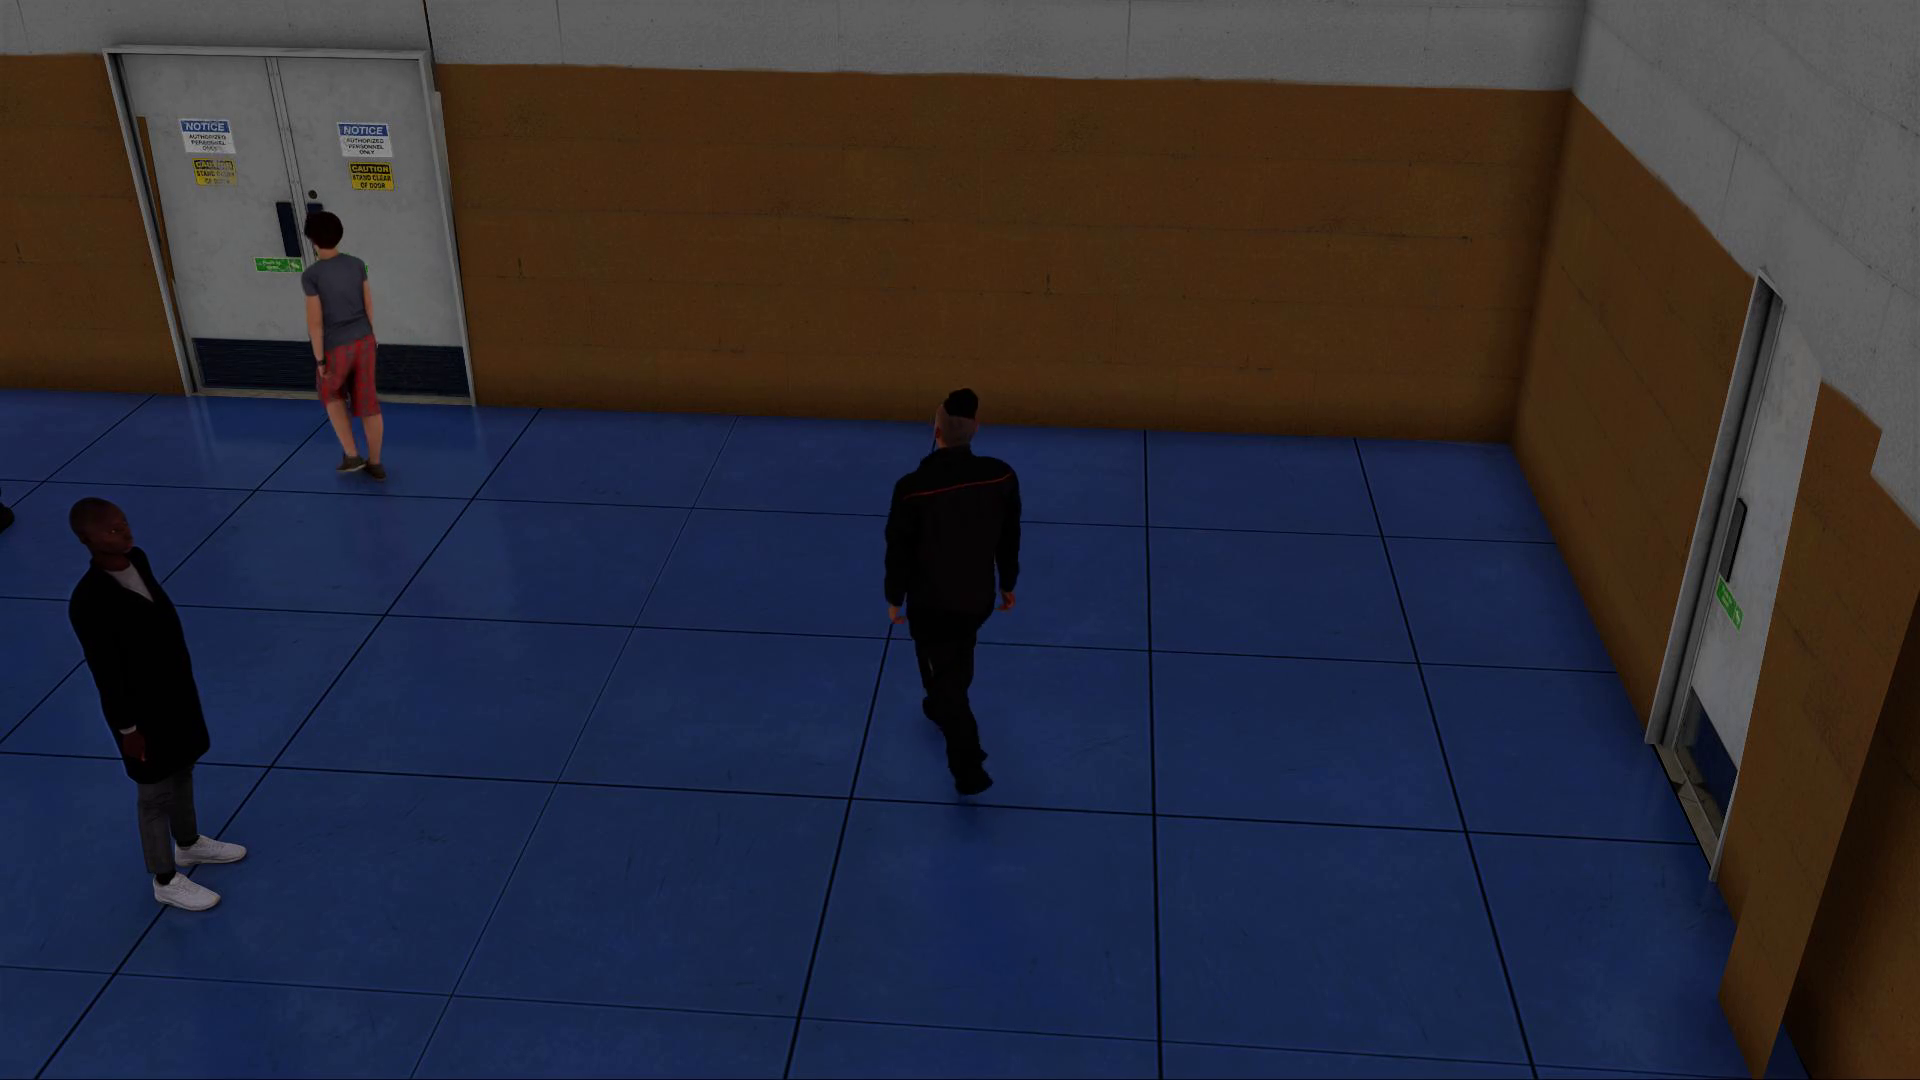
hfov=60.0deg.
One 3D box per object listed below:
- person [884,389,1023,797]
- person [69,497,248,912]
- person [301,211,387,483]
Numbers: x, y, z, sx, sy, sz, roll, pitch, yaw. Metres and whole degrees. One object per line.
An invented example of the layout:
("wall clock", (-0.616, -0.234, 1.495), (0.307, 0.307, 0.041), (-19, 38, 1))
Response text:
("person", (-0.003, 0.239, 7.061), (1.104, 1.829, 1.267), (-13, 31, -22))
("person", (-3.162, 0.620, 6.459), (0.717, 1.762, 0.502), (0, 29, 0))
("person", (-3.533, -1.081, 9.689), (0.714, 1.638, 0.772), (-21, 35, -33))
